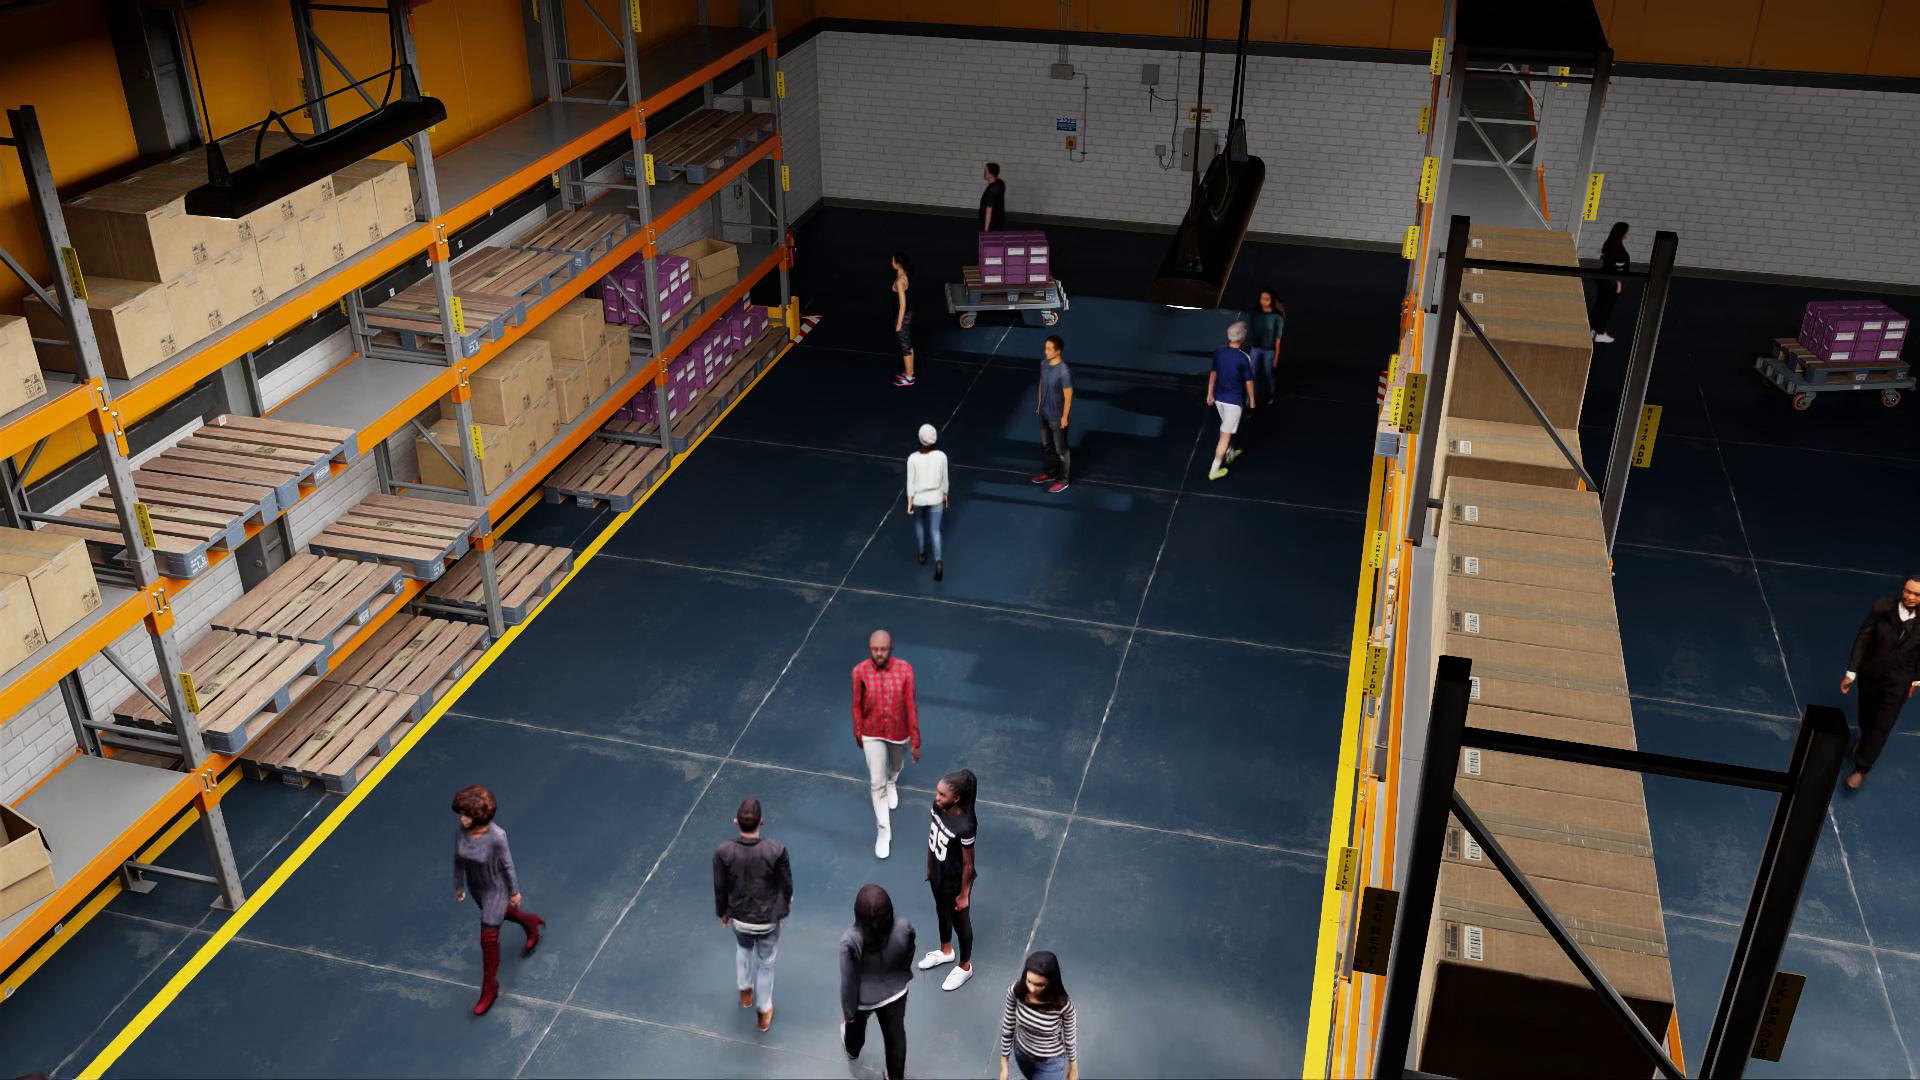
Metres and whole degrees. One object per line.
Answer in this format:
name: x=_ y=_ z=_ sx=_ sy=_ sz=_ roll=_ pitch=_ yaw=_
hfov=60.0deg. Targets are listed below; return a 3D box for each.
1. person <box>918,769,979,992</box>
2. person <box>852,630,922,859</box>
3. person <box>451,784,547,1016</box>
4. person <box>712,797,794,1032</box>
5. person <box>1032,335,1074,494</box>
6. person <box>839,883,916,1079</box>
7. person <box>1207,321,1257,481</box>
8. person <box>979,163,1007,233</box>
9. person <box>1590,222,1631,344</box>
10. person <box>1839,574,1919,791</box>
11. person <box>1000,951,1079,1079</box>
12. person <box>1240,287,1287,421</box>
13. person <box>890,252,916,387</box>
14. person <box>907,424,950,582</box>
person: x=-0.062 y=2.327 z=11.497 sx=0.760 sy=1.729 sz=0.716 roll=-20 pitch=34 yaw=-32
person: x=-0.574 y=1.453 z=13.040 sx=0.962 sy=1.785 sz=1.278 roll=-2 pitch=29 yaw=-4
person: x=-3.190 y=2.369 z=11.477 sx=0.738 sy=1.675 sz=1.142 roll=13 pitch=31 yaw=23
person: x=-1.356 y=2.536 z=11.014 sx=0.713 sy=1.826 sz=0.733 roll=2 pitch=29 yaw=3
person: x=1.047 y=-1.401 z=18.250 sx=0.765 sy=1.807 sz=0.727 roll=-18 pitch=33 yaw=-30
person: x=-0.517 y=2.922 z=10.578 sx=0.986 sy=1.565 sz=1.082 roll=-10 pitch=30 yaw=-18
person: x=2.941 y=-1.516 z=18.464 sx=1.082 sy=1.805 sz=0.949 roll=-23 pitch=36 yaw=-35
person: x=0.509 y=-4.536 z=23.959 sx=0.789 sy=1.844 sz=0.747 roll=8 pitch=30 yaw=14
person: x=8.661 y=-3.453 z=22.189 sx=0.766 sy=1.638 sz=0.669 roll=-7 pitch=29 yaw=-12
person: x=7.606 y=1.077 z=13.659 sx=1.044 sy=1.853 sz=1.345 roll=22 pitch=35 yaw=34
person: x=0.509 y=3.110 z=10.043 sx=0.765 sy=1.748 sz=1.210 roll=14 pitch=32 yaw=24
person: x=3.728 y=-2.289 z=20.123 sx=0.845 sy=1.573 sz=1.155 roll=18 pitch=34 yaw=30
person: x=-0.704 y=-2.785 z=20.872 sx=0.654 sy=1.726 sz=0.497 roll=4 pitch=29 yaw=7
person: x=-0.303 y=-0.360 z=16.540 sx=0.873 sy=1.618 sz=1.127 roll=-5 pitch=29 yaw=-8
